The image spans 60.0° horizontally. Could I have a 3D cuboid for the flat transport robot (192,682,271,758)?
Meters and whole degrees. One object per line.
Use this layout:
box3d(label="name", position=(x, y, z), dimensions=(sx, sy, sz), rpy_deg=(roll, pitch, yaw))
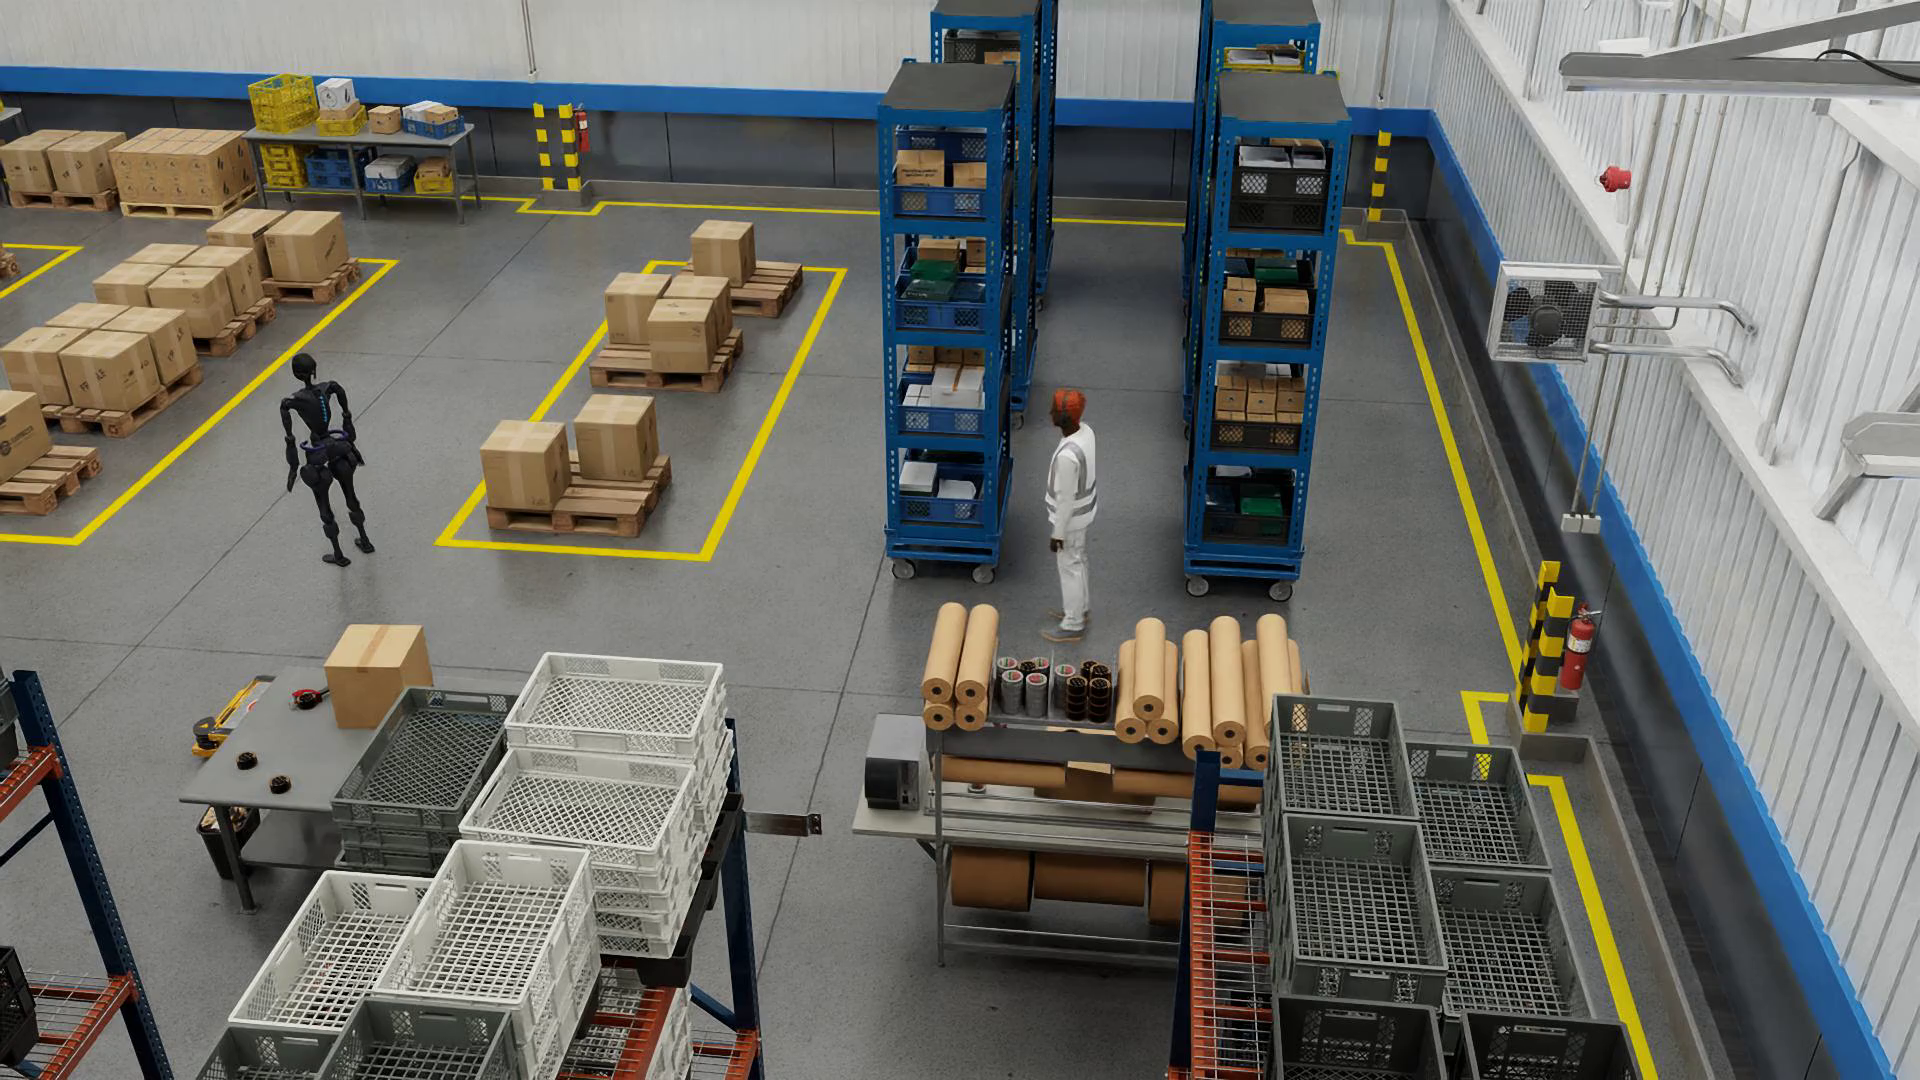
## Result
box3d(label="flat transport robot", position=(-4.089, 1.163, 10.648), dimensions=(1.431, 0.197, 0.652), rpy_deg=(3, 30, 6))

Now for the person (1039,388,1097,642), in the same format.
box3d(label="person", position=(0.748, -0.165, 11.355), dimensions=(0.351, 1.881, 0.573), rpy_deg=(8, 31, 14))

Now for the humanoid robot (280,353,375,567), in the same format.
box3d(label="humanoid robot", position=(-4.699, -0.605, 12.300), dimensions=(0.320, 1.657, 0.611), rpy_deg=(21, 36, 31))
